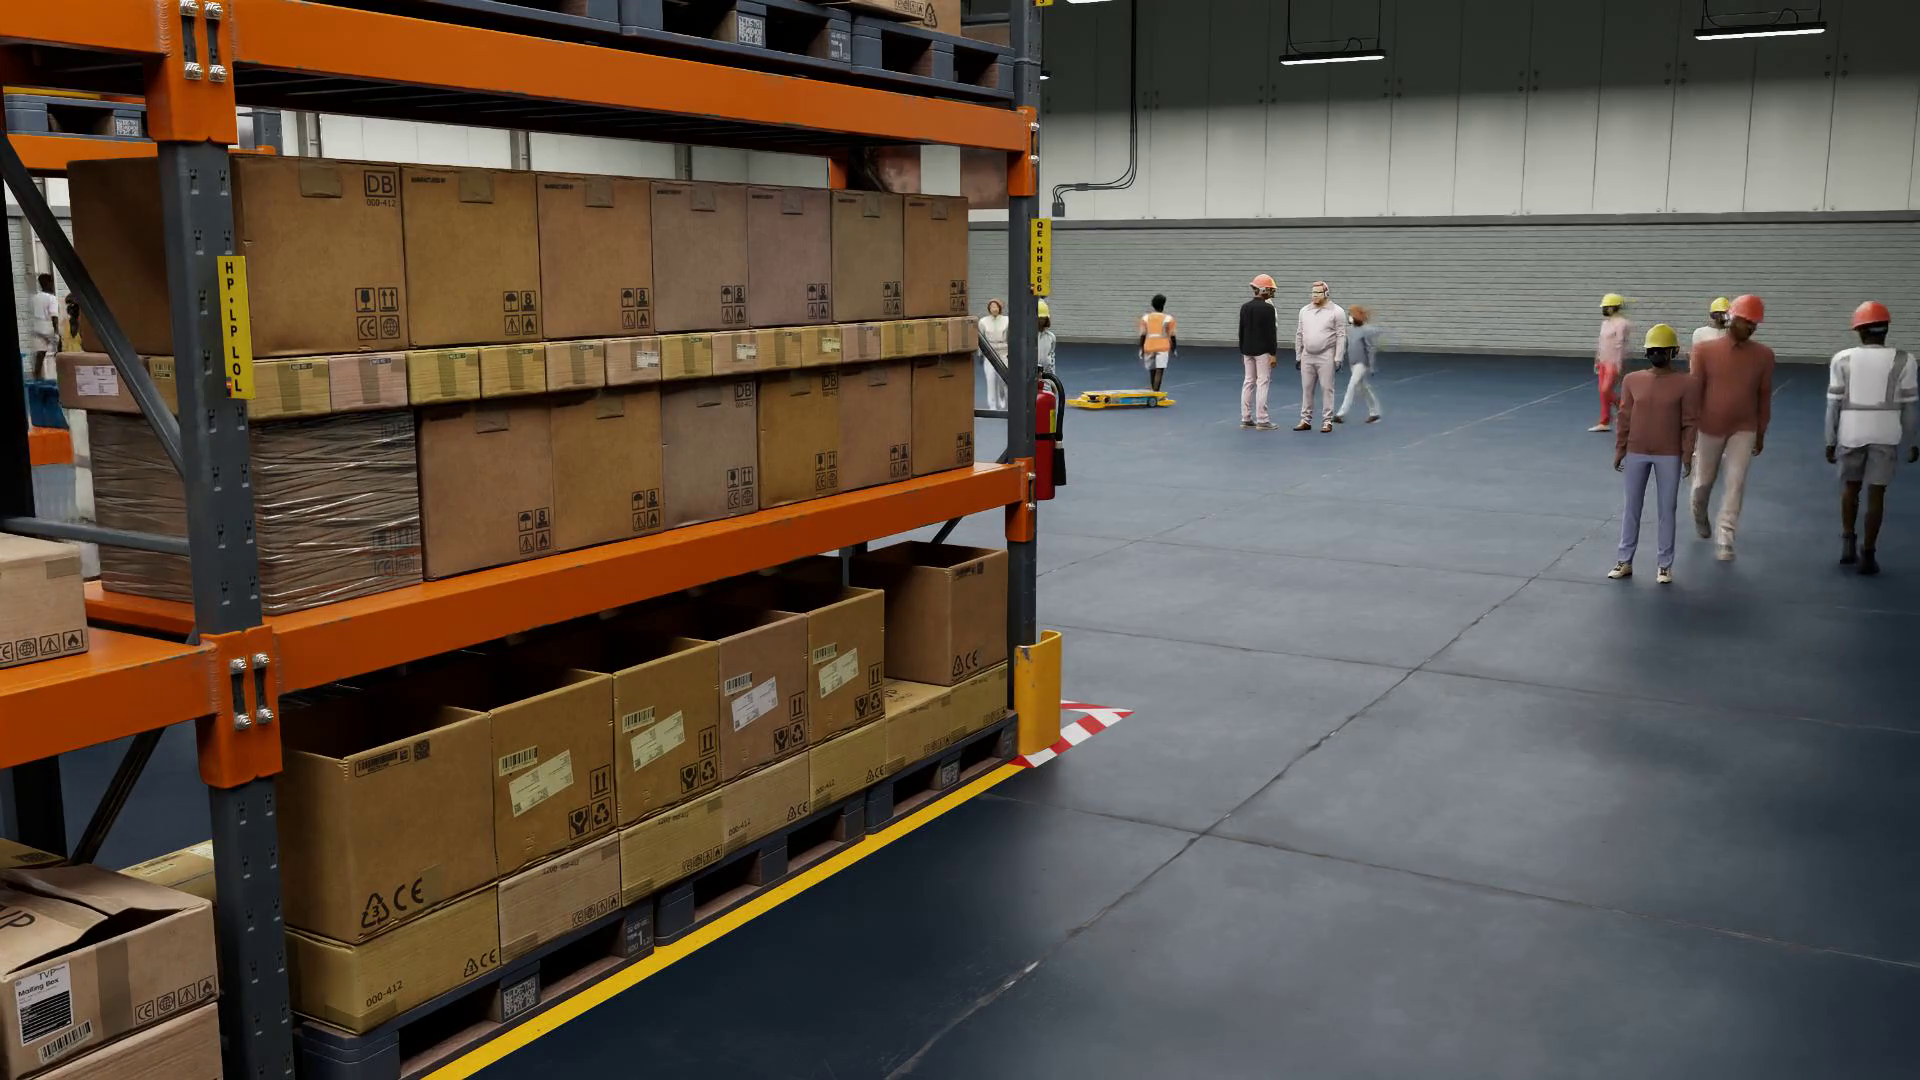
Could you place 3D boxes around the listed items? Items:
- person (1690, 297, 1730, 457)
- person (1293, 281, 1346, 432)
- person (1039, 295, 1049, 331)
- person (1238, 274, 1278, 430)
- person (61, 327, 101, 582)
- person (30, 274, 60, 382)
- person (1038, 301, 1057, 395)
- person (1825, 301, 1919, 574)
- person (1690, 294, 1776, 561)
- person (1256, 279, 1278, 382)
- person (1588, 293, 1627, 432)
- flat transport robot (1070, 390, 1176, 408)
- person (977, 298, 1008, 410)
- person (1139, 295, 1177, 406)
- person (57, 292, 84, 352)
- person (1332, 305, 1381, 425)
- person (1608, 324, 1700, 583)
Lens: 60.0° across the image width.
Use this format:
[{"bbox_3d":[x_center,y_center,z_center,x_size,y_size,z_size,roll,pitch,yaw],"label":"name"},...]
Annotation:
[{"bbox_3d":[8.380,-1.798,18.462,0.525,1.772,0.305,2,10,13],"label":"person"},{"bbox_3d":[4.540,-2.318,21.103,0.651,1.906,0.403,7,12,36],"label":"person"},{"bbox_3d":[1.702,-4.438,34.371,0.486,1.617,0.516,0,10,0],"label":"person"},{"bbox_3d":[3.853,-2.413,21.411,0.384,1.988,0.622,-6,12,-33],"label":"person"},{"bbox_3d":[-4.092,-0.184,8.320,0.637,2.003,0.941,5,11,25],"label":"person"},{"bbox_3d":[-15.231,-3.506,27.989,0.631,1.923,0.941,4,10,20],"label":"person"},{"bbox_3d":[0.828,-1.683,17.864,0.486,1.744,0.296,-6,11,-31],"label":"person"},{"bbox_3d":[6.467,-0.728,11.785,0.583,1.904,0.615,8,12,38],"label":"person"},{"bbox_3d":[5.711,-0.857,12.428,0.619,1.949,0.856,2,10,14],"label":"person"},{"bbox_3d":[5.435,-3.718,29.513,0.403,1.830,0.598,1,10,8],"label":"person"},{"bbox_3d":[8.223,-2.234,21.032,0.391,1.752,0.553,-1,10,-7],"label":"person"},{"bbox_3d":[2.406,-2.094,24.573,1.431,0.197,0.652,-4,11,-25],"label":"flat transport robot"},{"bbox_3d":[0.500,-2.633,23.758,0.545,1.623,0.382,0,10,2],"label":"person"},{"bbox_3d":[2.963,-2.838,24.893,0.546,1.650,0.890,4,11,23],"label":"person"},{"bbox_3d":[-9.738,-1.842,18.514,0.634,1.838,0.429,1,10,7],"label":"person"},{"bbox_3d":[5.250,-2.310,22.020,0.915,1.581,0.505,-4,10,-20],"label":"person"},{"bbox_3d":[4.748,-0.588,11.383,0.524,1.769,0.314,7,12,35],"label":"person"}]
